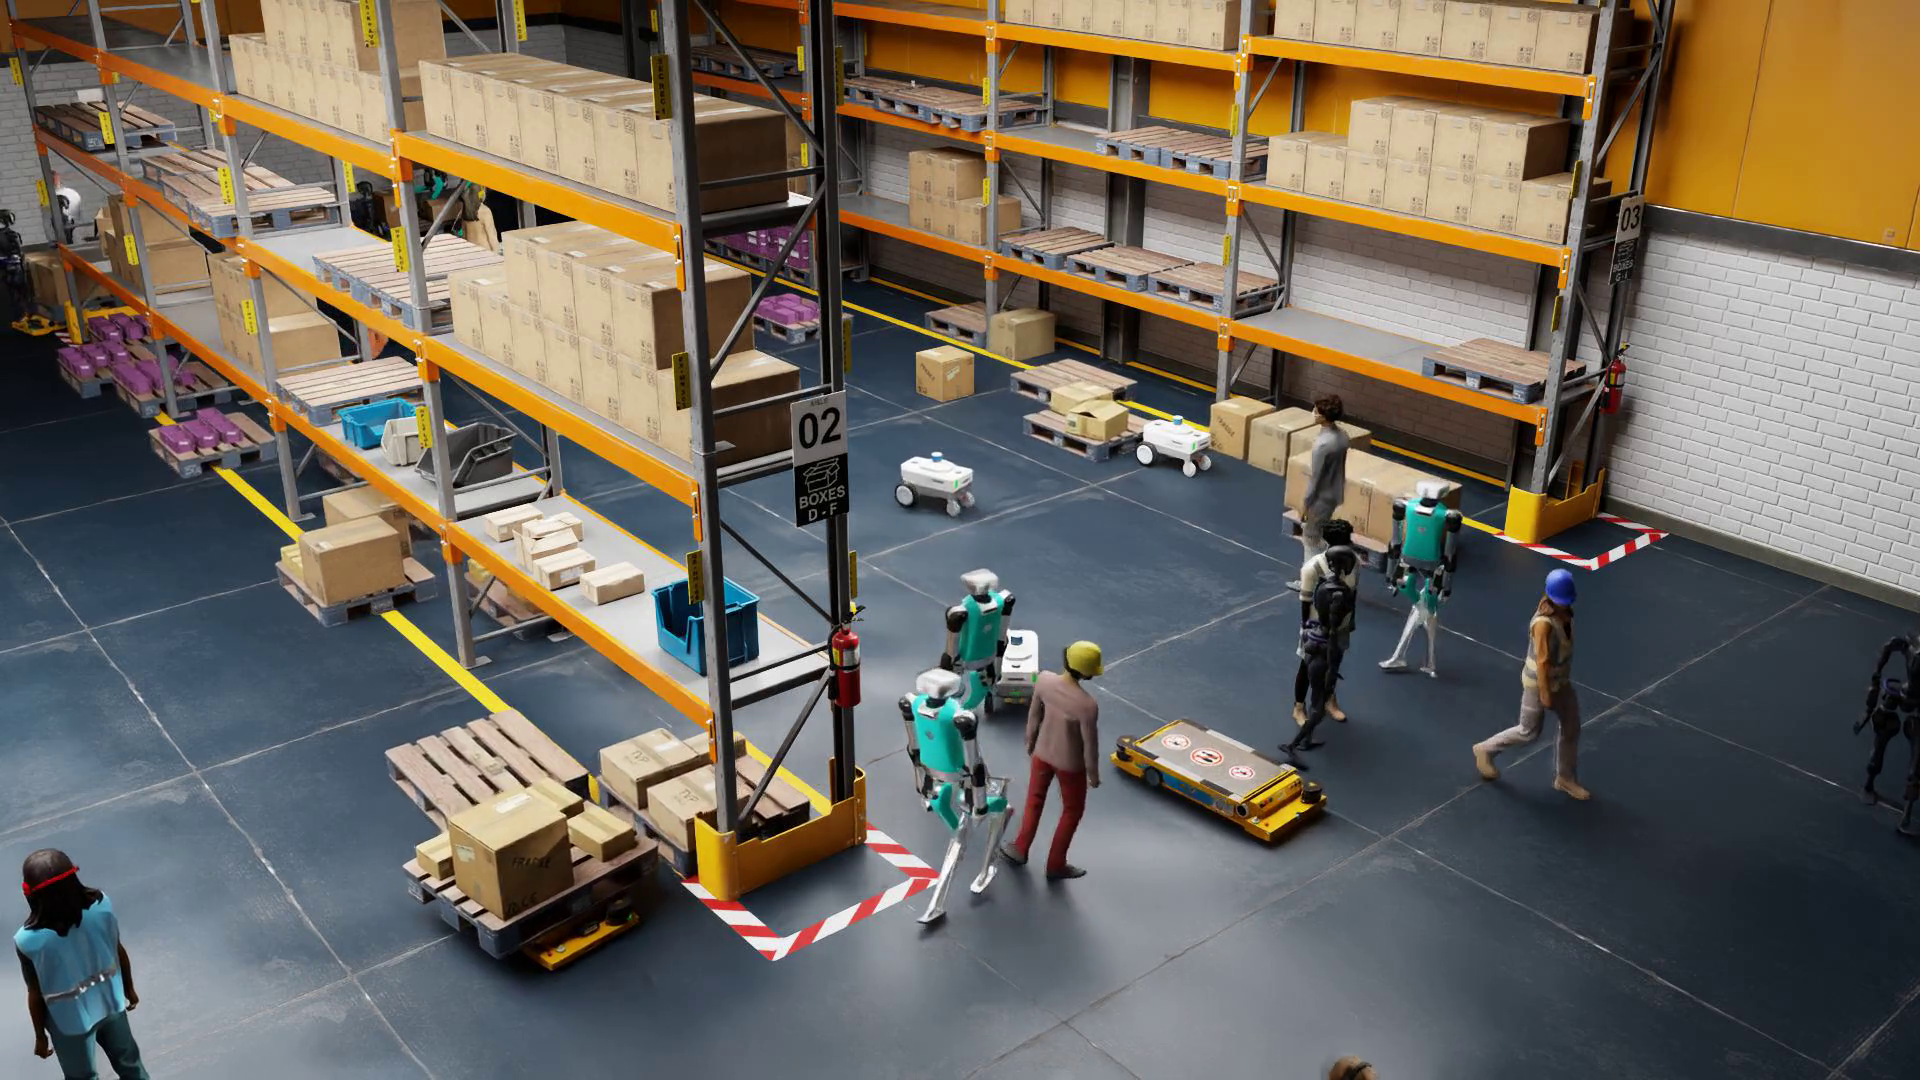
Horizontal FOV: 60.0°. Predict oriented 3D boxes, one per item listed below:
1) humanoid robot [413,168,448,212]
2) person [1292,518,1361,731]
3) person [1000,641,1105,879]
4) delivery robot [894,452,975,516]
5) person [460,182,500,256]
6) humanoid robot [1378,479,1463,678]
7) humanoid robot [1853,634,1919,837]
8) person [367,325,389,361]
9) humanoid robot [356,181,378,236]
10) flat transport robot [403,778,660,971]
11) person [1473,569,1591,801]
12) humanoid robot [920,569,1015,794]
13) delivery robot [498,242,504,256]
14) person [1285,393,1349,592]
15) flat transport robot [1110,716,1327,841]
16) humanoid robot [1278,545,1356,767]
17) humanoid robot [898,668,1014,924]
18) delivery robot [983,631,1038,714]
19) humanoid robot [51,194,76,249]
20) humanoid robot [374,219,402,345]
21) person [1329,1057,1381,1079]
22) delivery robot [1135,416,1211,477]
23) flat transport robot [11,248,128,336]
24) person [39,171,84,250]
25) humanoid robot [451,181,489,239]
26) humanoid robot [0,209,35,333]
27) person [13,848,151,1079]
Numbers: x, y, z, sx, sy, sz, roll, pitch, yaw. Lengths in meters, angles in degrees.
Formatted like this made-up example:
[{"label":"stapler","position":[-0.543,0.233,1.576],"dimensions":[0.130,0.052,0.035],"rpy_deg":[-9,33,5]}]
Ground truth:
[{"label":"humanoid robot","position":[-8.905,-6.031,27.809],"dimensions":[1.037,1.750,0.546],"rpy_deg":[9,25,20]},{"label":"person","position":[2.746,0.615,12.429],"dimensions":[0.536,1.692,0.319],"rpy_deg":[-12,26,-26]},{"label":"person","position":[0.587,1.367,10.654],"dimensions":[0.746,1.713,0.319],"rpy_deg":[19,30,37]},{"label":"delivery robot","position":[-0.251,-0.577,16.642],"dimensions":[0.815,0.614,0.499],"rpy_deg":[14,27,30]},{"label":"person","position":[-6.558,-3.962,22.796],"dimensions":[0.552,1.876,0.402],"rpy_deg":[12,26,26]},{"label":"humanoid robot","position":[3.662,0.282,13.127],"dimensions":[0.563,1.764,0.764],"rpy_deg":[12,26,26]},{"label":"humanoid robot","position":[6.381,1.174,11.189],"dimensions":[0.590,1.625,0.759],"rpy_deg":[8,25,18]},{"label":"person","position":[-7.149,-2.742,20.153],"dimensions":[0.515,1.727,0.537],"rpy_deg":[-3,24,-7]},{"label":"humanoid robot","position":[-8.590,-4.352,23.993],"dimensions":[0.742,1.633,0.586],"rpy_deg":[-14,27,-29]},{"label":"flat transport robot","position":[-2.734,2.217,10.509],"dimensions":[1.431,0.231,0.659],"rpy_deg":[20,30,38]},{"label":"person","position":[4.063,0.971,11.544],"dimensions":[0.470,1.731,0.732],"rpy_deg":[-19,30,-37]},{"label":"humanoid robot","position":[-0.021,0.938,11.611],"dimensions":[0.532,1.762,0.782],"rpy_deg":[-16,28,-33]},{"label":"delivery robot","position":[-6.850,-4.469,25.635],"dimensions":[0.517,0.598,0.769],"rpy_deg":[5,24,11]},{"label":"person","position":[3.174,-0.370,14.455],"dimensions":[0.501,1.886,0.565],"rpy_deg":[20,30,38]},{"label":"flat transport robot","position":[1.817,1.662,11.796],"dimensions":[0.659,0.231,1.431],"rpy_deg":[-21,31,-39]},{"label":"humanoid robot","position":[2.567,0.809,12.002],"dimensions":[0.452,1.648,0.612],"rpy_deg":[3,24,7]},{"label":"humanoid robot","position":[0.039,1.508,10.302],"dimensions":[0.556,1.766,0.922],"rpy_deg":[15,28,32]},{"label":"delivery robot","position":[0.436,1.017,12.953],"dimensions":[0.499,0.614,0.818],"rpy_deg":[1,23,2]},{"label":"humanoid robot","position":[-12.381,-3.950,23.033],"dimensions":[0.387,1.641,0.624],"rpy_deg":[-18,29,-36]},{"label":"humanoid robot","position":[-7.420,-3.375,21.696],"dimensions":[0.509,1.644,0.609],"rpy_deg":[11,26,23]},{"label":"person","position":[1.651,2.930,6.930],"dimensions":[0.936,1.803,0.512],"rpy_deg":[19,30,37]},{"label":"delivery robot","position":[2.282,-1.029,17.661],"dimensions":[0.774,0.592,0.499],"rpy_deg":[21,31,39]},{"label":"flat transport robot","position":[-12.122,-3.085,22.787],"dimensions":[0.659,0.231,1.431],"rpy_deg":[18,29,36]},{"label":"person","position":[-12.763,-4.311,23.616],"dimensions":[0.851,1.868,0.660],"rpy_deg":[12,26,26]},{"label":"humanoid robot","position":[-7.404,-4.874,25.010],"dimensions":[0.539,1.749,0.687],"rpy_deg":[16,28,32]},{"label":"humanoid robot","position":[-12.609,-3.582,22.163],"dimensions":[0.590,1.649,0.353],"rpy_deg":[17,29,34]},{"label":"person","position":[-4.305,2.339,8.218],"dimensions":[0.377,1.864,0.518],"rpy_deg":[14,27,30]}]
